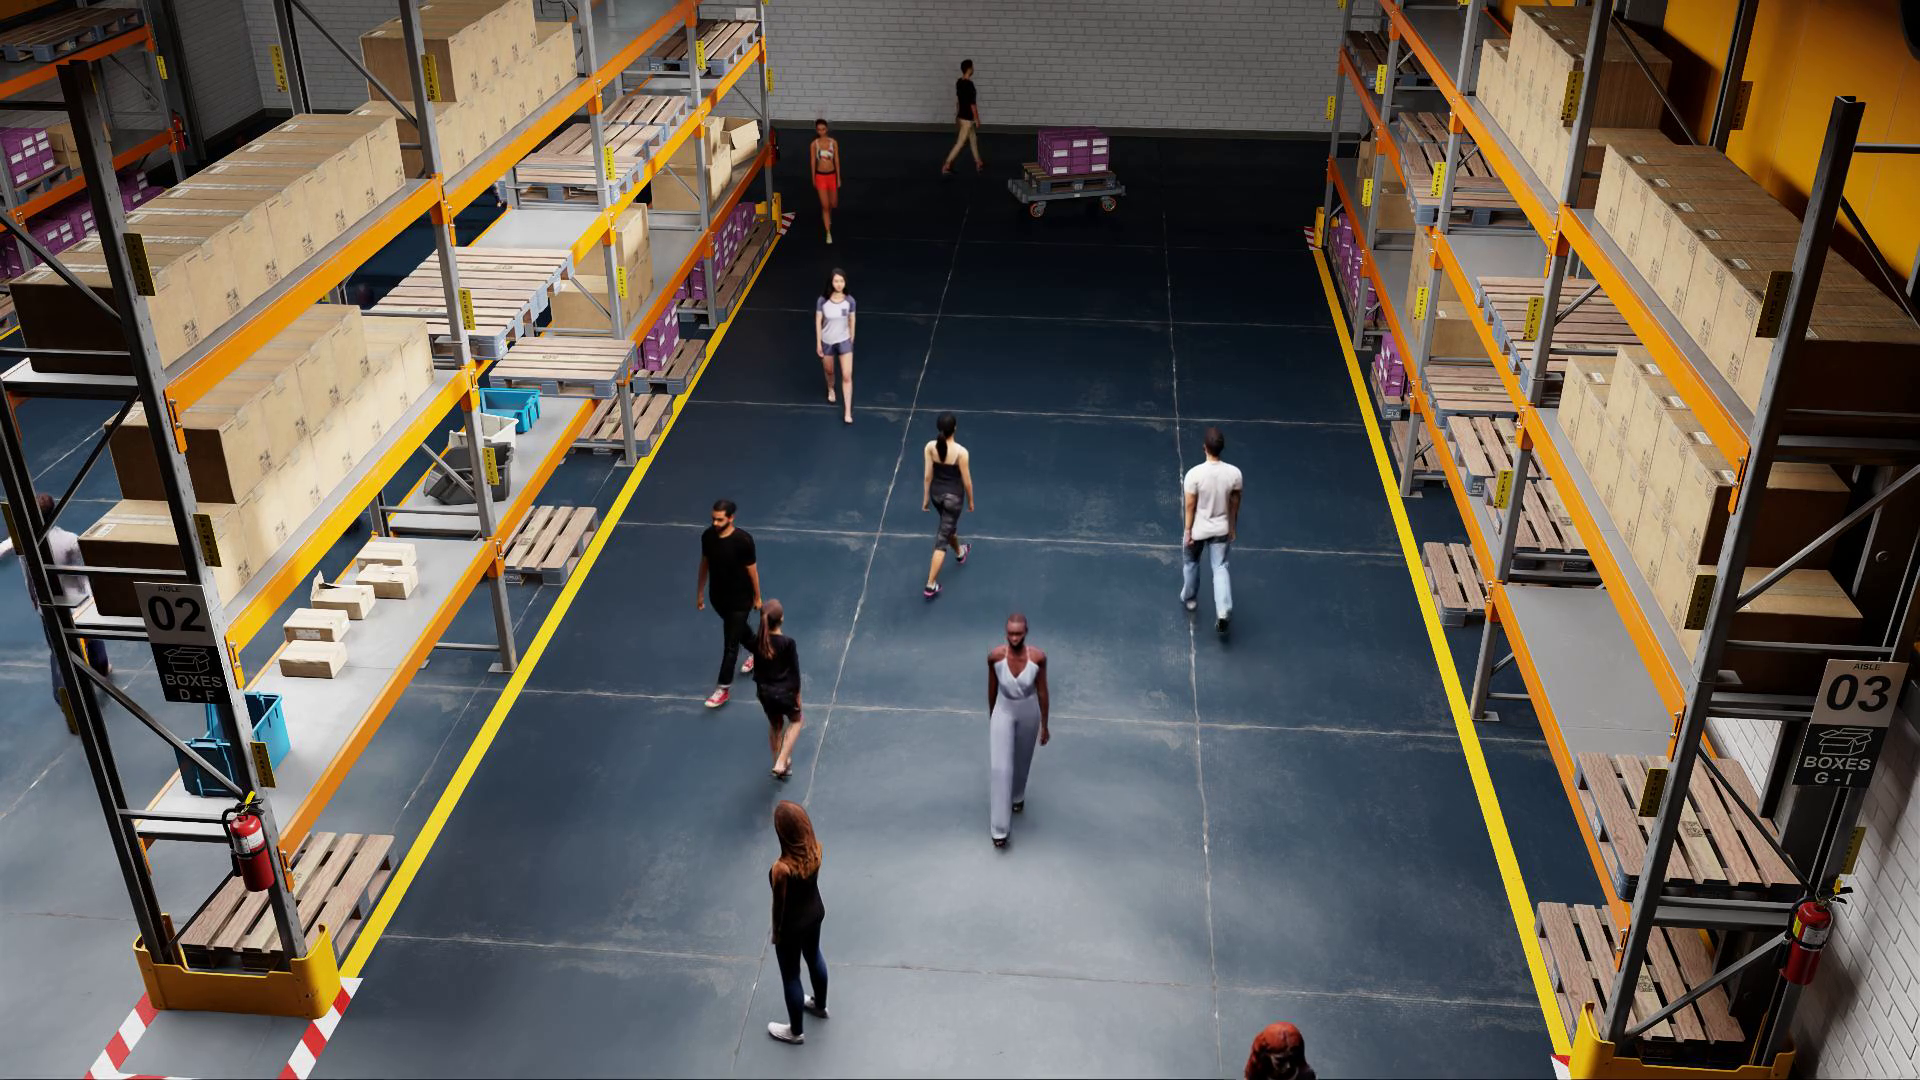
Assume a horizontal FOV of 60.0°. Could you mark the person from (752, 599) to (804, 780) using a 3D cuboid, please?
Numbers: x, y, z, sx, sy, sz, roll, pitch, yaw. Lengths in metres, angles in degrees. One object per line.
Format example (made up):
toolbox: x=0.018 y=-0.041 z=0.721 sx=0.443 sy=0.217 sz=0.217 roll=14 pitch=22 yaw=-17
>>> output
person: x=-1.387 y=1.172 z=12.465 sx=0.607 sy=1.547 sz=0.675 roll=8 pitch=30 yaw=15

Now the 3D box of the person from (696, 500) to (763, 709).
person: x=-1.833 y=0.437 z=13.641 sx=0.939 sy=1.712 sz=1.248 roll=13 pitch=31 yaw=23

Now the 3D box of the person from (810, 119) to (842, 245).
person: x=-1.927 y=-5.187 z=23.888 sx=0.735 sy=1.772 sz=0.982 roll=-5 pitch=29 yaw=-9

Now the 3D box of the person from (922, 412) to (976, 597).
person: x=-0.155 y=-0.292 z=15.009 sx=0.860 sy=1.681 sz=1.228 roll=13 pitch=31 yaw=22

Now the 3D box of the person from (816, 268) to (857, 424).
person: x=-1.399 y=-2.226 z=18.567 sx=0.718 sy=1.668 sz=1.114 roll=-2 pitch=29 yaw=-5

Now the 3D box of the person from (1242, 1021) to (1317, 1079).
person: x=1.568 y=3.132 z=8.645 sx=0.724 sy=1.763 sz=0.899 roll=-5 pitch=29 yaw=-9

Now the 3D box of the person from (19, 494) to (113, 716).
person: x=-7.205 y=0.553 z=13.322 sx=0.952 sy=1.811 sz=1.268 roll=-7 pitch=29 yaw=-13

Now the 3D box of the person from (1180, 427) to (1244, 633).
person: x=2.179 y=-0.066 z=14.427 sx=0.835 sy=1.840 sz=1.175 roll=-3 pitch=29 yaw=-6

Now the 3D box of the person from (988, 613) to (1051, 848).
person: x=0.414 y=1.263 z=12.080 sx=0.649 sy=1.756 sz=0.930 roll=-1 pitch=29 yaw=-1

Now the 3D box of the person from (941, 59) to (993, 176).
person: x=0.023 y=-6.736 z=26.680 sx=1.073 sy=1.817 sz=1.205 roll=-11 pitch=31 yaw=-20

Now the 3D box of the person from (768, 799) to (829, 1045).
person: x=-0.986 y=2.323 z=10.171 sx=0.709 sy=1.723 sz=0.599 roll=16 pitch=33 yaw=27
